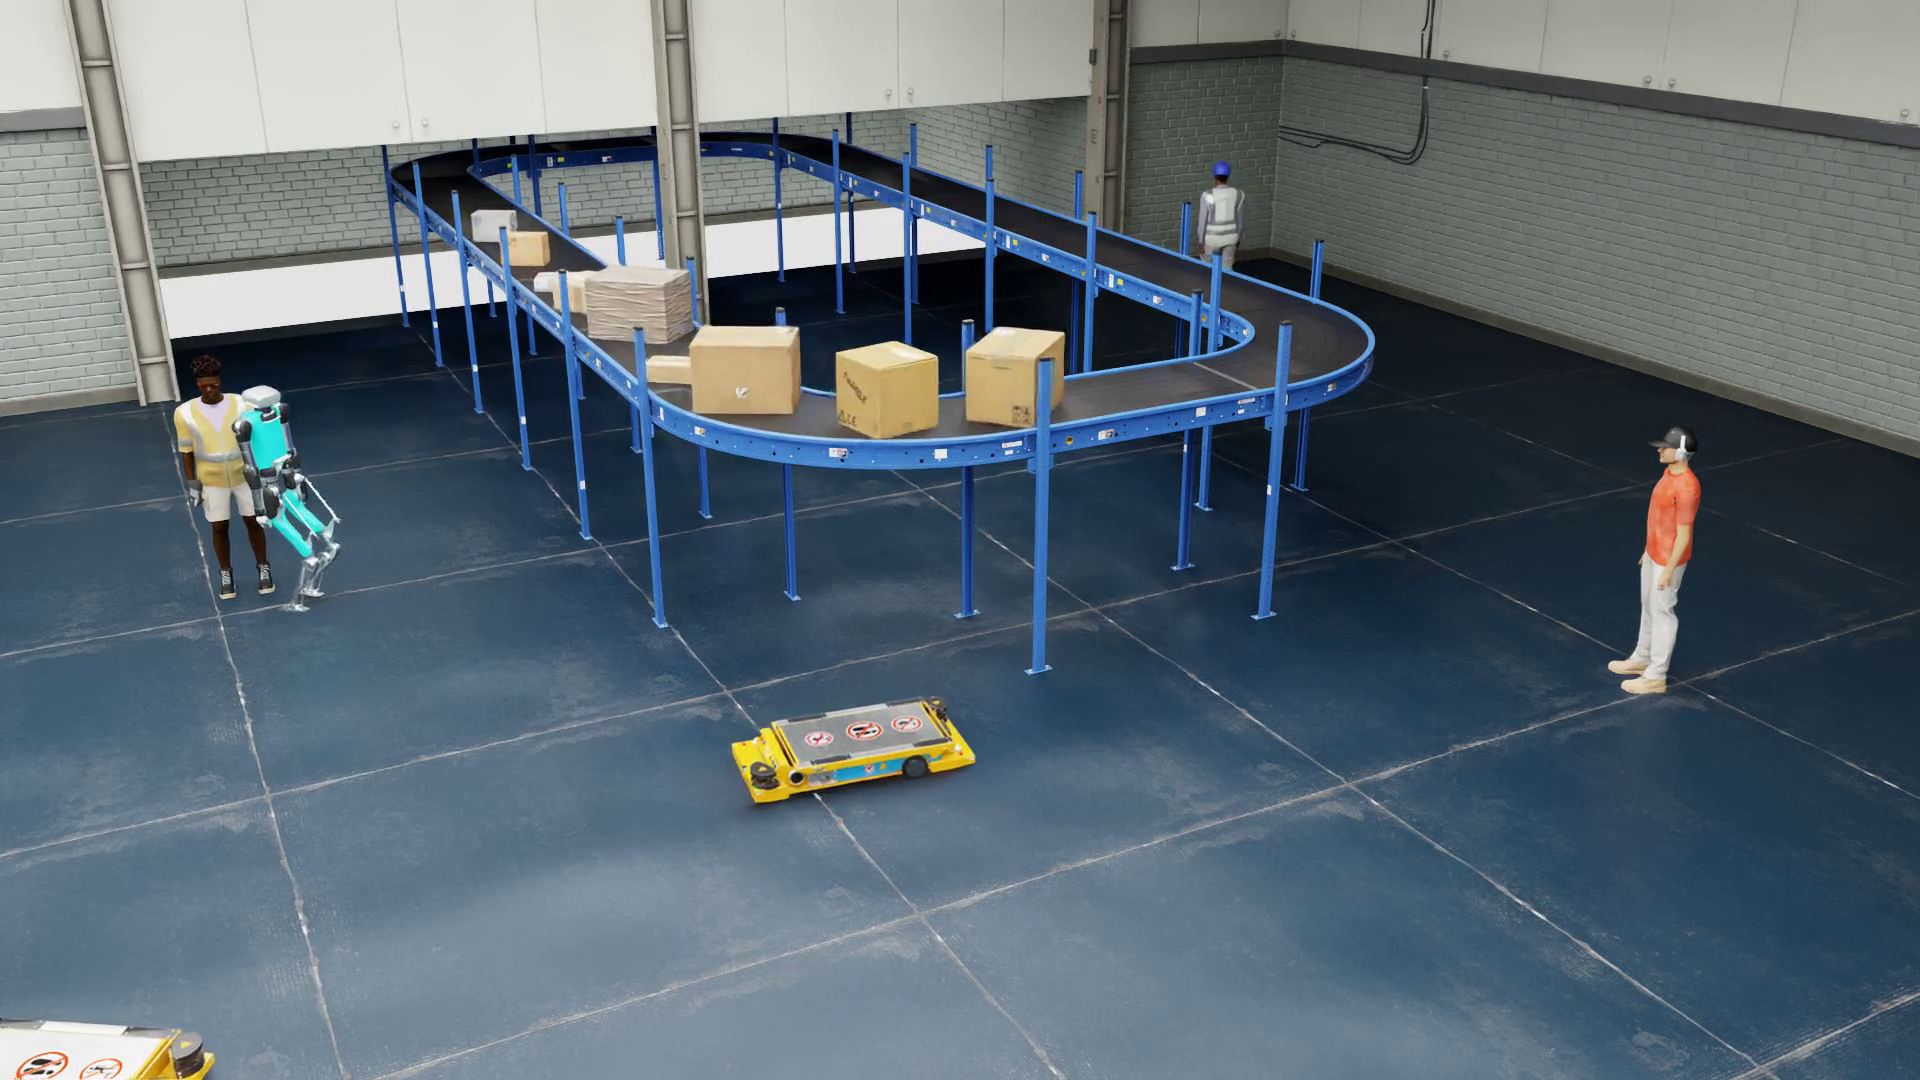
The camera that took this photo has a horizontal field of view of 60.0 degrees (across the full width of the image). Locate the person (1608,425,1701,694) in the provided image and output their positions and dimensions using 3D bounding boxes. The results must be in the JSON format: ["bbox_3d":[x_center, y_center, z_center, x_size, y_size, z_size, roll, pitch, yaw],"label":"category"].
[{"bbox_3d":[4.775,0.127,11.375,0.393,1.911,0.481,2,22,5],"label":"person"}]

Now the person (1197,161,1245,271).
[{"bbox_3d":[3.301,-3.849,21.180,0.626,1.928,0.520,-3,22,-7],"label":"person"}]

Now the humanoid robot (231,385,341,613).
[{"bbox_3d":[-5.008,-0.292,12.595,0.672,1.763,0.544,7,23,17],"label":"humanoid robot"}]

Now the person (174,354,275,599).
[{"bbox_3d":[-5.663,-0.488,12.842,0.596,1.958,0.380,-10,24,-23],"label":"person"}]

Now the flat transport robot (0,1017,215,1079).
[{"bbox_3d":[-4.286,2.516,7.657,1.431,0.231,0.659,2,22,5],"label":"flat transport robot"}]

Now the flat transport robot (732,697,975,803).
[{"bbox_3d":[-0.683,1.327,10.596,1.431,0.231,0.659,-8,23,-18],"label":"flat transport robot"}]
